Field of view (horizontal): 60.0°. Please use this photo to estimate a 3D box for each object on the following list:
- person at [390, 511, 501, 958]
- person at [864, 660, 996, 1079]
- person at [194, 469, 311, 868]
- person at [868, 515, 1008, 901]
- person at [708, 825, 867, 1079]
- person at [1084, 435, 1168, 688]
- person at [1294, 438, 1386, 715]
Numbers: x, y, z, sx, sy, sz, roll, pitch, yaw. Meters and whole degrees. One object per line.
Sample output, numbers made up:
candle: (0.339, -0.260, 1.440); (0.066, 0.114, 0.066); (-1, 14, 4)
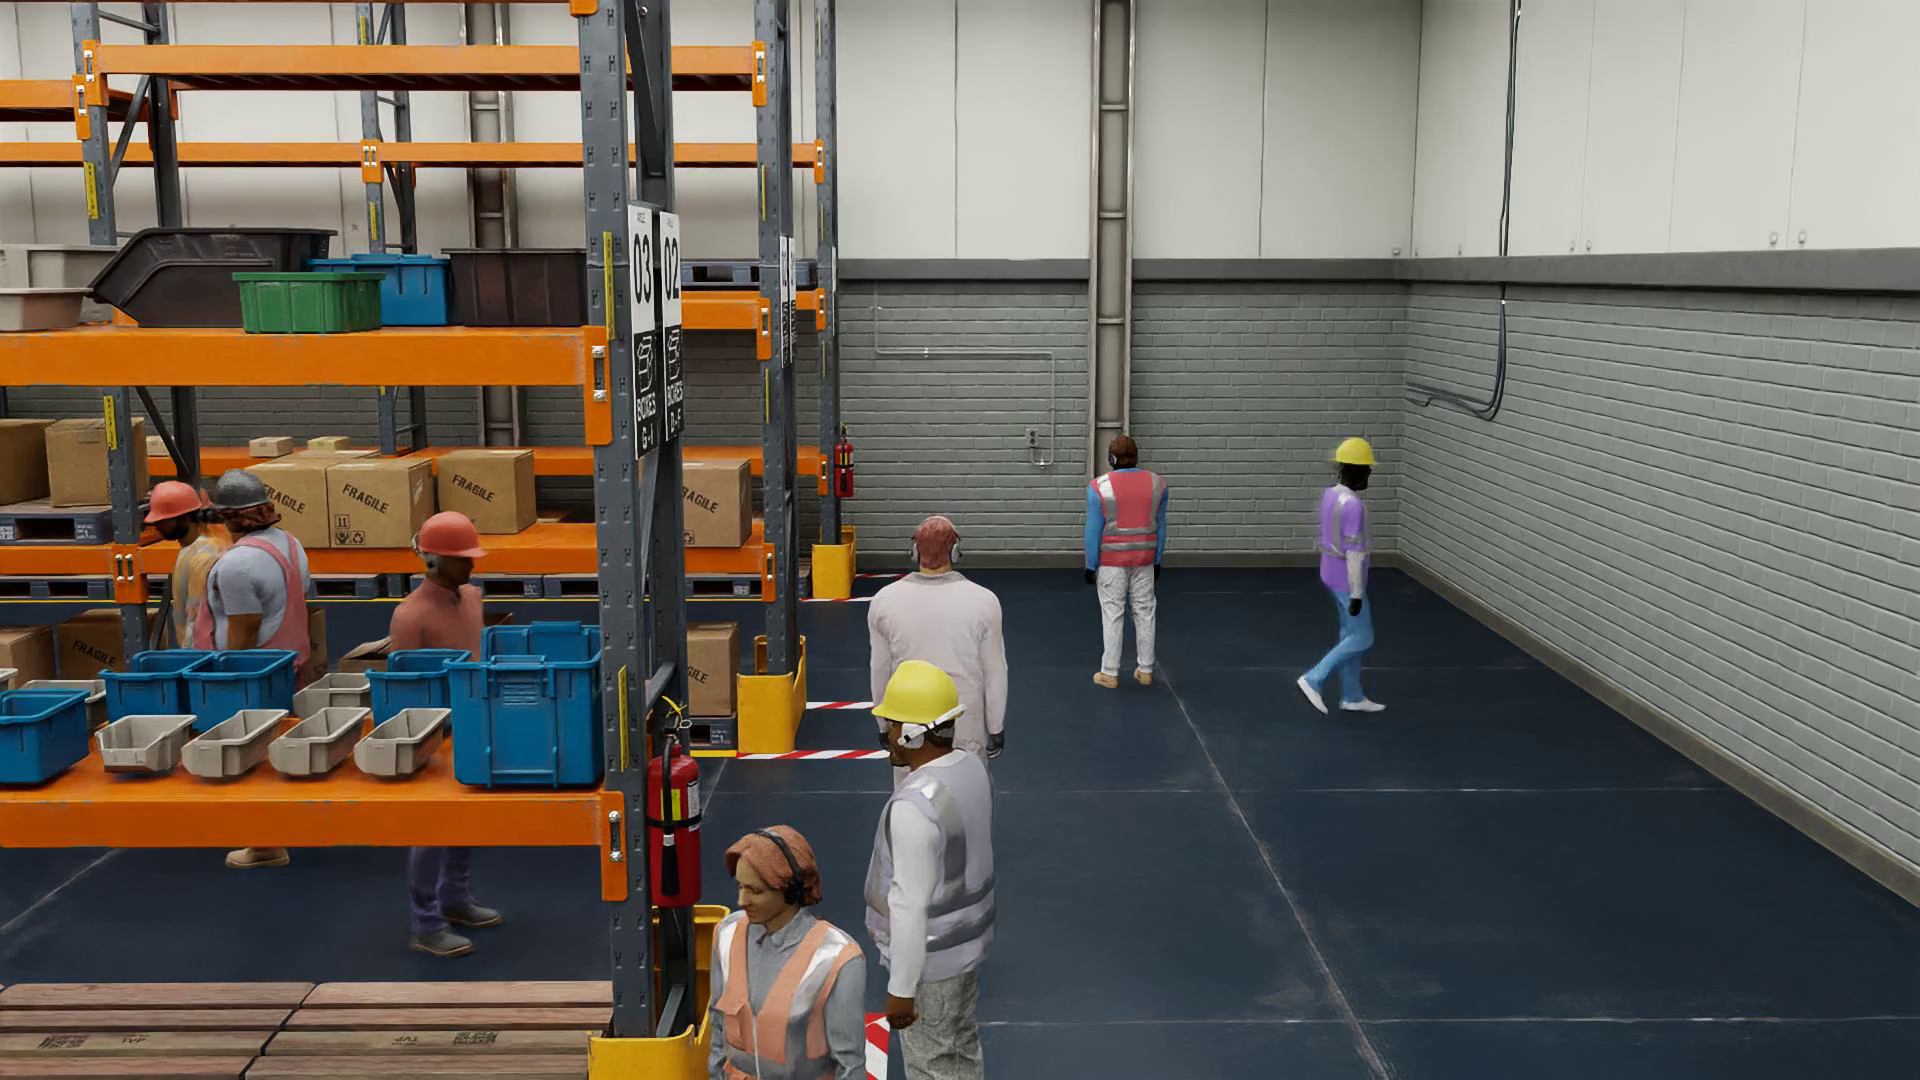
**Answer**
person: (-2.269, 0.850, 7.407); (0.427, 1.982, 0.620); (2, 10, 14)
person: (-0.099, 1.280, 5.261); (0.405, 1.826, 0.597); (3, 10, 19)
person: (-3.617, 0.642, 8.490); (0.536, 2.000, 0.684); (1, 9, 4)
person: (-0.092, 0.833, 7.730); (0.643, 1.908, 0.411); (1, 9, 8)
person: (-0.443, 1.525, 4.330); (0.524, 1.631, 0.316); (6, 11, 35)
person: (1.190, 0.159, 12.081); (0.622, 1.837, 0.430); (-3, 10, -16)
person: (2.613, 0.256, 11.242); (0.608, 1.912, 0.599); (0, 9, -3)
